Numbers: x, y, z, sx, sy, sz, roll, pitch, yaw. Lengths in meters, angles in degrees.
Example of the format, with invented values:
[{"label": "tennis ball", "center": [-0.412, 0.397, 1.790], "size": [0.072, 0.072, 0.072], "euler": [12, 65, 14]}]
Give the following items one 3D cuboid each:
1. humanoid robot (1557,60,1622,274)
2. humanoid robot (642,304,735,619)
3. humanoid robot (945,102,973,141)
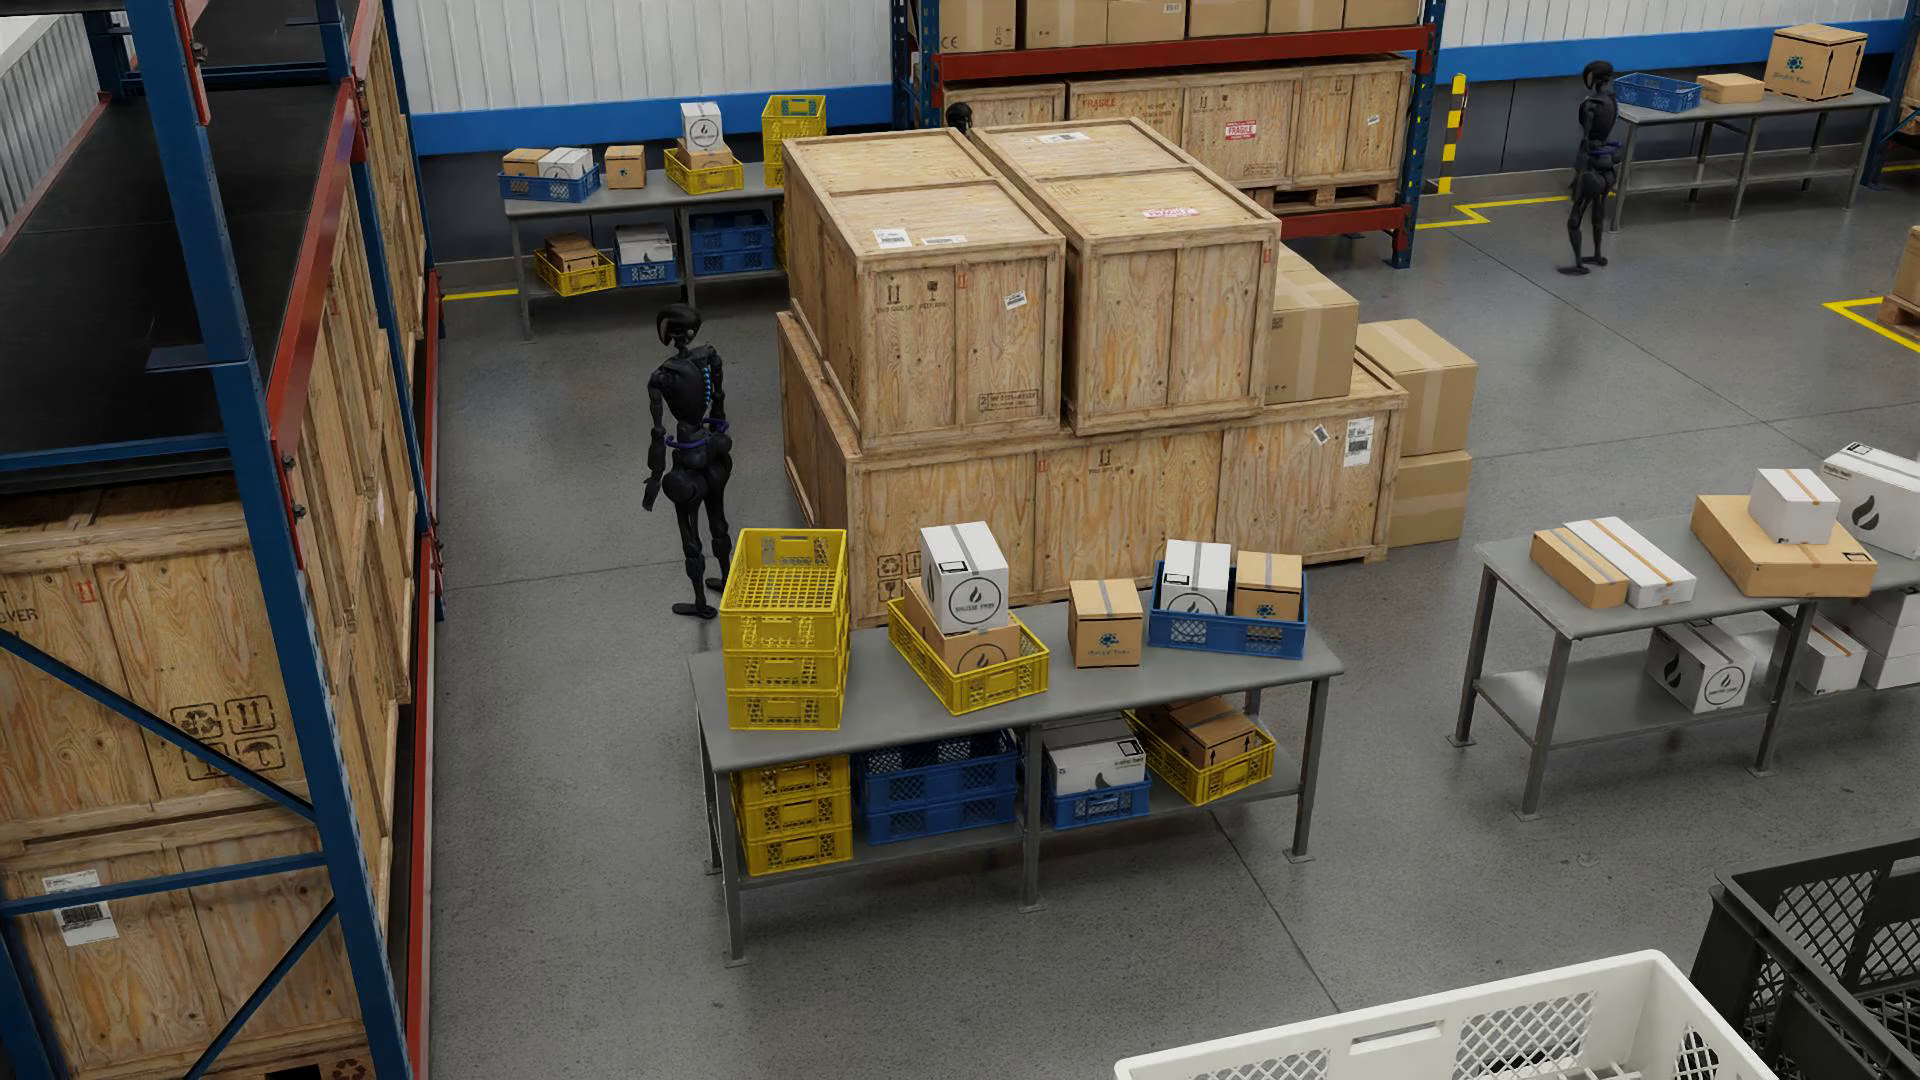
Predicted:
[{"label": "humanoid robot", "center": [4.910, -2.914, 12.948], "size": [0.443, 1.630, 0.696], "euler": [23, 36, 35]}, {"label": "humanoid robot", "center": [-1.352, -0.404, 8.372], "size": [0.321, 1.661, 0.598], "euler": [15, 32, 26]}, {"label": "humanoid robot", "center": [0.004, -2.265, 11.758], "size": [0.331, 1.653, 0.600], "euler": [19, 34, 31]}]
